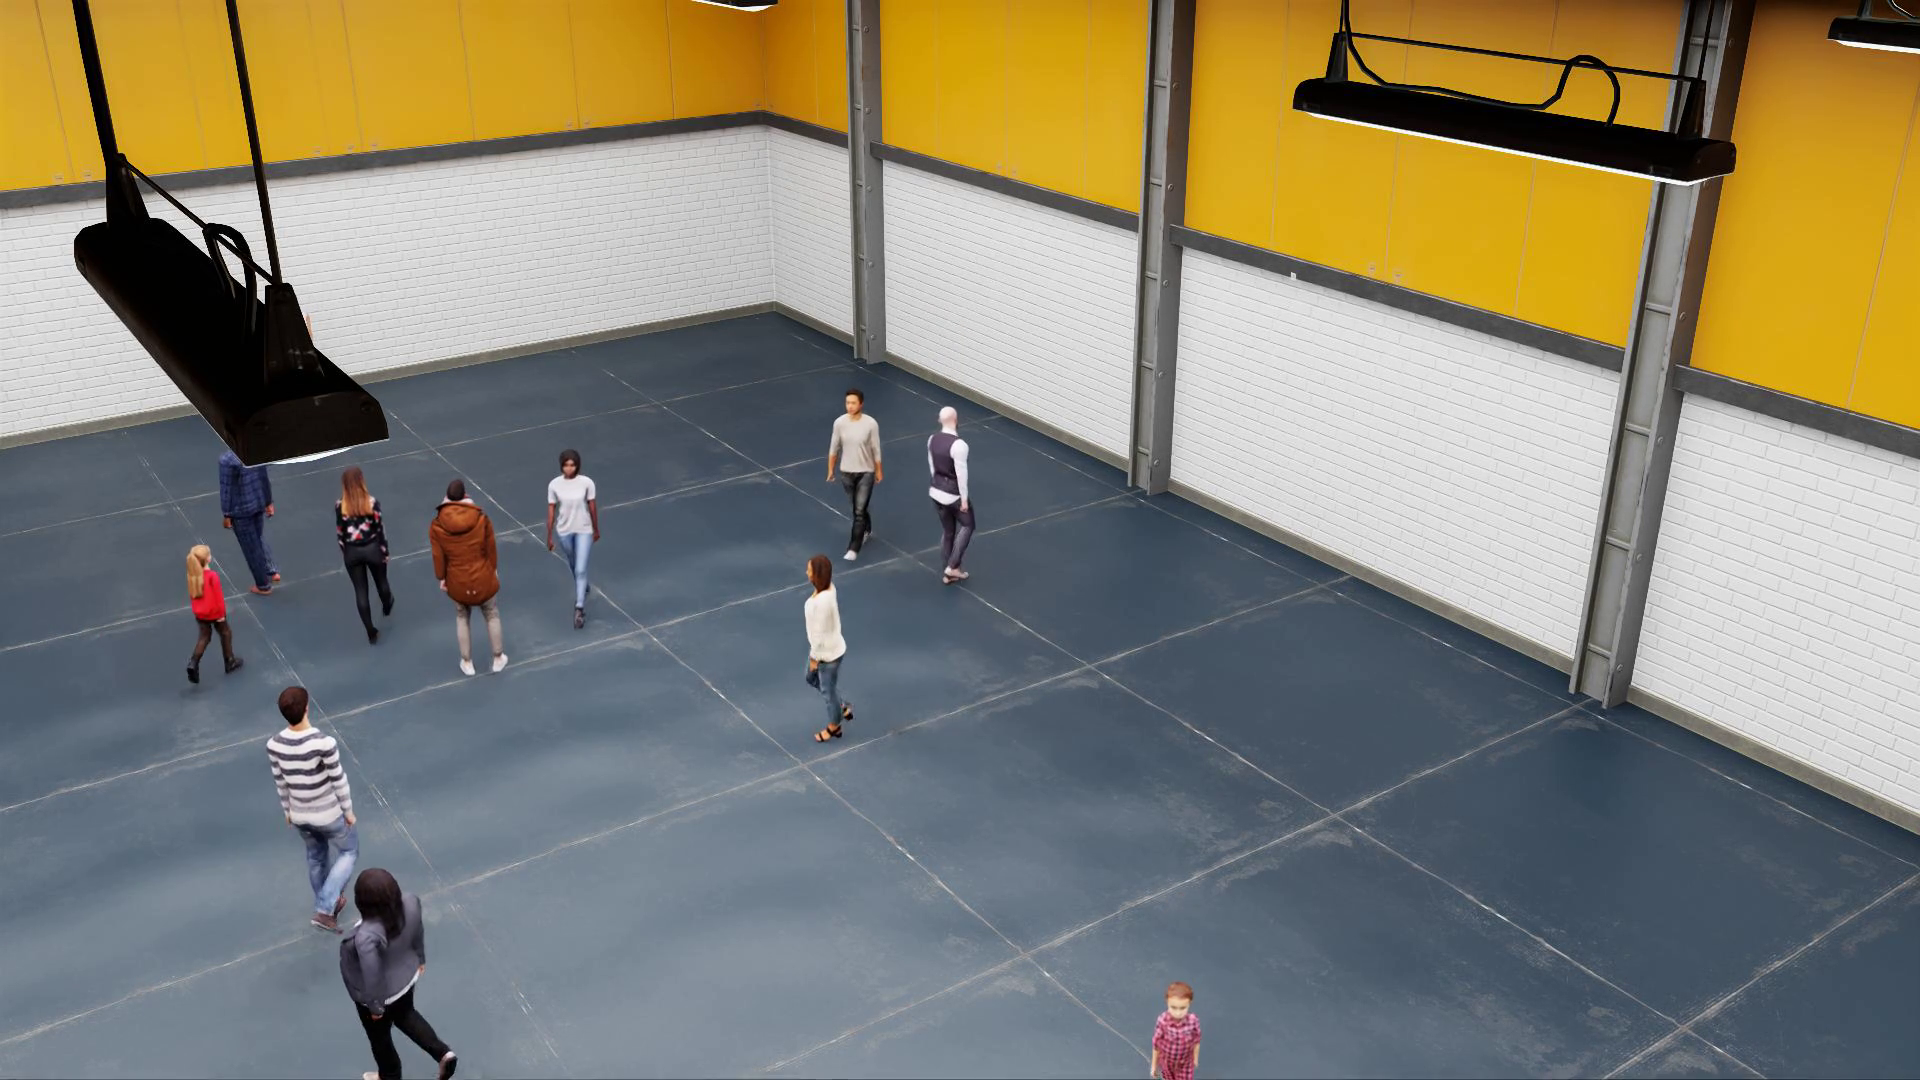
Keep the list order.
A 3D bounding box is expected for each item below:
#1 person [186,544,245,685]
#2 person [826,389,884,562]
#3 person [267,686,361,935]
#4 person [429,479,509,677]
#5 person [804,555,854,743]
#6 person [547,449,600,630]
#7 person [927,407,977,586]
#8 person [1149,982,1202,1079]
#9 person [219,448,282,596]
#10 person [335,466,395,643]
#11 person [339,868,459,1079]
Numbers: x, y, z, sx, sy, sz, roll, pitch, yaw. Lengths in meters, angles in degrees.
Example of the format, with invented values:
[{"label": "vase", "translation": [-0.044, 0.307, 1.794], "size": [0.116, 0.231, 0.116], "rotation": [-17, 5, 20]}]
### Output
[{"label": "person", "translation": [-6.652, 0.655, 14.646], "size": [0.815, 1.270, 0.841], "rotation": [7, 25, 15]}, {"label": "person", "translation": [-1.036, -0.720, 17.177], "size": [1.166, 1.762, 1.177], "rotation": [7, 25, 15]}, {"label": "person", "translation": [-4.345, 1.870, 11.161], "size": [0.923, 1.834, 0.989], "rotation": [3, 24, 7]}, {"label": "person", "translation": [-4.316, 0.332, 14.673], "size": [0.812, 1.839, 0.824], "rotation": [-6, 24, -13]}, {"label": "person", "translation": [-1.011, 0.892, 13.601], "size": [0.806, 1.673, 0.719], "rotation": [-2, 24, -5]}, {"label": "person", "translation": [-3.650, -0.065, 15.795], "size": [1.035, 1.669, 1.255], "rotation": [-1, 24, -2]}, {"label": "person", "translation": [-0.163, -0.394, 16.387], "size": [0.843, 1.796, 0.630], "rotation": [-19, 30, -36]}, {"label": "person", "translation": [1.263, 2.973, 9.677], "size": [0.685, 1.002, 0.754], "rotation": [3, 24, 7]}, {"label": "person", "translation": [-6.861, -0.288, 16.132], "size": [0.820, 1.808, 0.792], "rotation": [10, 26, 23]}, {"label": "person", "translation": [-5.494, 0.157, 15.307], "size": [0.847, 1.653, 1.062], "rotation": [-5, 24, -11]}, {"label": "person", "translation": [-3.310, 2.612, 9.779], "size": [0.999, 1.583, 0.919], "rotation": [7, 25, 16]}]
